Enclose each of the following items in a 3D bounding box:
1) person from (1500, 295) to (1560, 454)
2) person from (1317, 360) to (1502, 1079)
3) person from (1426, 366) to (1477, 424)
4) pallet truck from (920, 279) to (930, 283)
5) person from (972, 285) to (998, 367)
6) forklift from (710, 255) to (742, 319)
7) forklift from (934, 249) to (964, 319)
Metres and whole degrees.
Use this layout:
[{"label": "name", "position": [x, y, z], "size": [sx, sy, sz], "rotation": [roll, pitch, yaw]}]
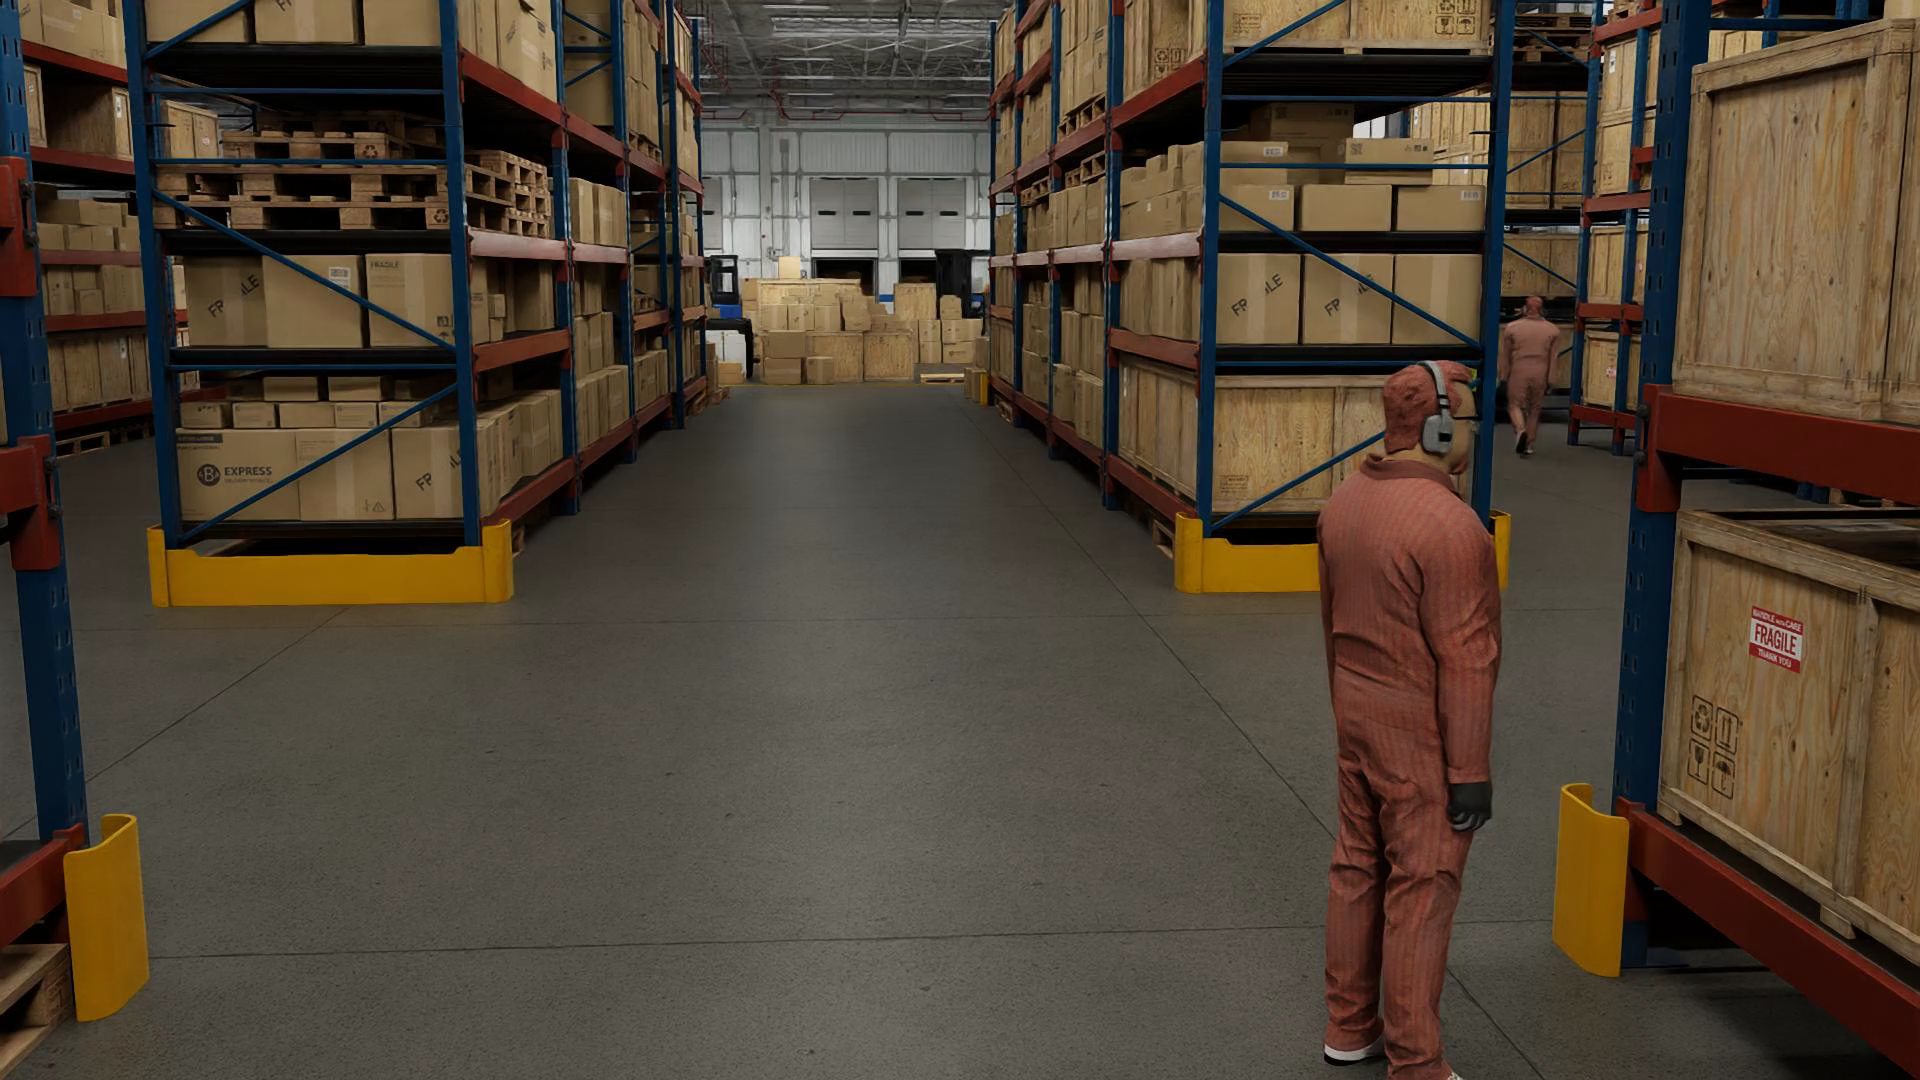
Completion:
[{"label": "person", "position": [6.659, -1.915, 19.466], "size": [0.647, 1.893, 0.674], "rotation": [1, 9, 6]}, {"label": "person", "position": [1.167, 0.498, 4.252], "size": [0.407, 1.908, 0.641], "rotation": [-3, 9, -17]}, {"label": "person", "position": [4.443, -1.113, 15.041], "size": [0.319, 1.690, 0.530], "rotation": [-7, 11, -36]}, {"label": "pallet truck", "position": [-0.932, -8.922, 63.114], "size": [1.885, 1.965, 0.823], "rotation": [2, 9, 13]}, {"label": "person", "position": [0.620, -4.581, 36.173], "size": [0.893, 1.903, 0.548], "rotation": [-6, 11, -35]}, {"label": "forklift", "position": [-8.274, -8.634, 58.542], "size": [1.129, 2.768, 1.873], "rotation": [-3, 10, -19]}, {"label": "forklift", "position": [-0.308, -6.534, 45.360], "size": [1.873, 2.768, 1.129], "rotation": [-7, 11, -36]}]
